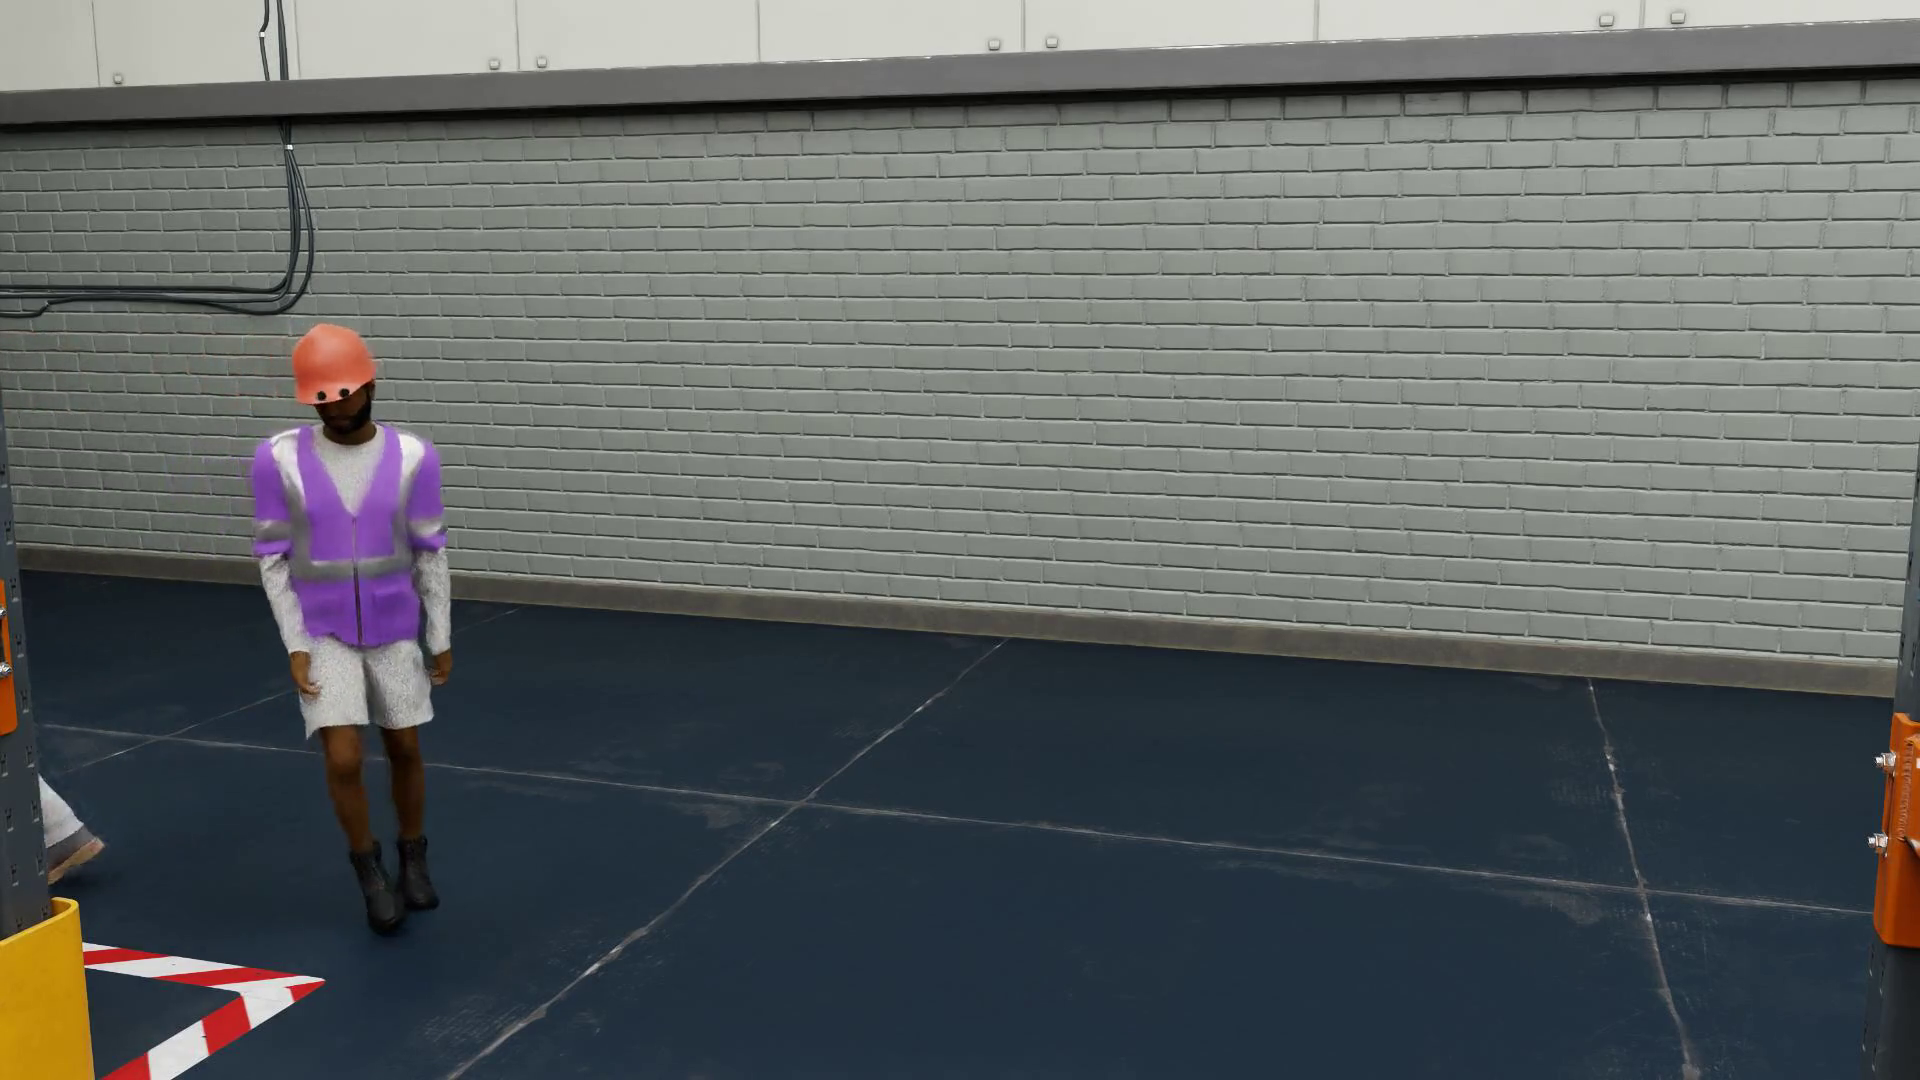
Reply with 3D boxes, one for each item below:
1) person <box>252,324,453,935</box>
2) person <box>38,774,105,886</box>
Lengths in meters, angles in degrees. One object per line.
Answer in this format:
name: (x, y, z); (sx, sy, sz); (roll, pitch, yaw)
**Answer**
person: (-1.846, 0.284, 5.112); (0.553, 1.887, 0.617); (-5, 11, -26)
person: (-3.248, 0.301, 5.142); (0.994, 1.844, 0.612); (-6, 11, -33)
